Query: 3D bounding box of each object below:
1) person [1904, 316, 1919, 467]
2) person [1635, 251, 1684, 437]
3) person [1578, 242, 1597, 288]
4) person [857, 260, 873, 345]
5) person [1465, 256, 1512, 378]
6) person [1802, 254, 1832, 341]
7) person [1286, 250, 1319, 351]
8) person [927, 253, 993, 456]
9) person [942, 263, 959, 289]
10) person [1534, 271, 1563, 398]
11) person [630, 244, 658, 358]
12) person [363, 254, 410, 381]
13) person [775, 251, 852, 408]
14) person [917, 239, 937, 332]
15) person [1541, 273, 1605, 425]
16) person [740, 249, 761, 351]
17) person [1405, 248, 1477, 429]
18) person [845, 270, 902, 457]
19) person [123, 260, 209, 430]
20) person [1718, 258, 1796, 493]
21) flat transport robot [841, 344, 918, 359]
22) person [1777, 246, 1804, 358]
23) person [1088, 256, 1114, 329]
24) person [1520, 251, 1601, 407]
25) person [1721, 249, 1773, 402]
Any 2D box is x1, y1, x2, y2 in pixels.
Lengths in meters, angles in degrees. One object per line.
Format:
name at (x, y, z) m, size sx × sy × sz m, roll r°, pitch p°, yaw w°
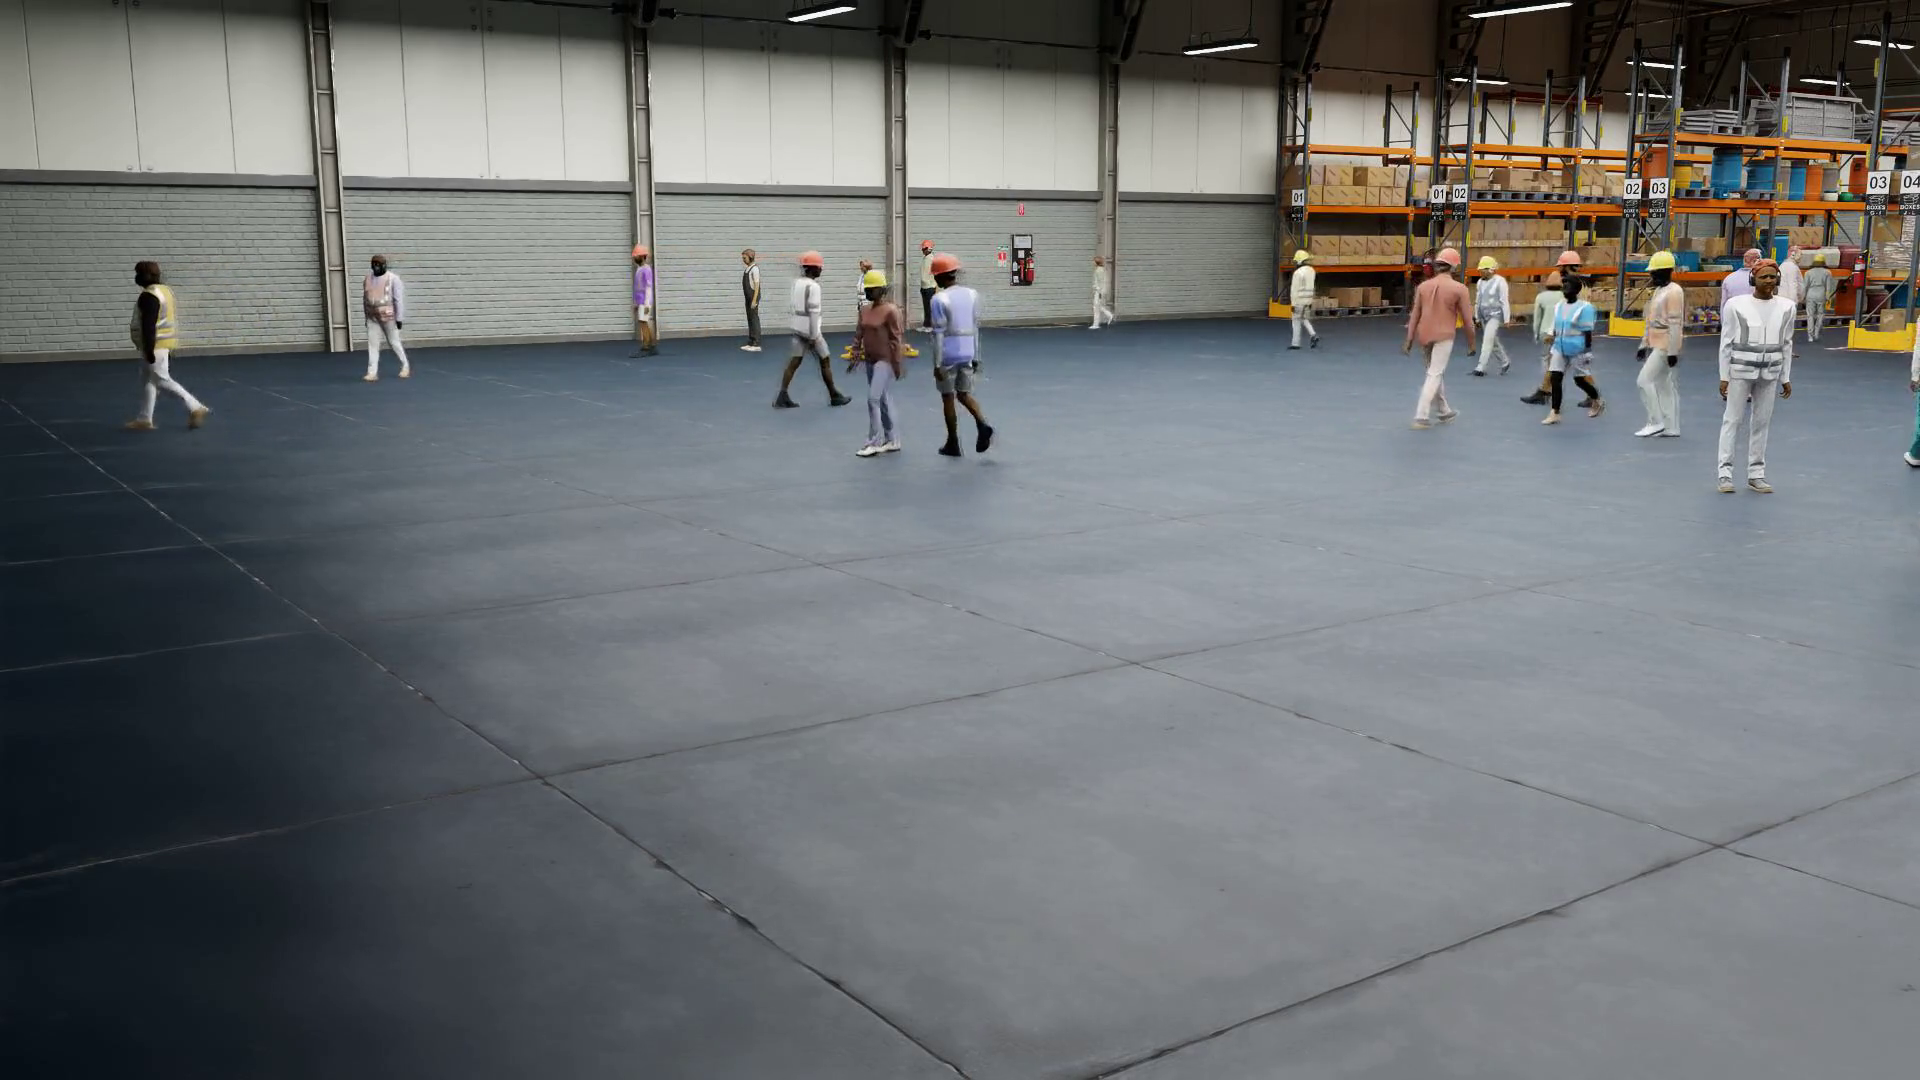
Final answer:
person at (8.572, -1.440, 14.507) m, size 0.544 × 1.730 × 0.849 m, roll 4°, pitch 11°, yaw 20°
person at (7.145, -1.989, 17.039) m, size 0.578 × 1.904 × 0.598 m, roll 2°, pitch 11°, yaw 13°
person at (16.990, -7.104, 45.054) m, size 0.398 × 1.915 × 0.588 m, roll -6°, pitch 12°, yaw -28°
person at (-1.694, -4.264, 30.227) m, size 0.311 × 1.642 × 0.512 m, roll -8°, pitch 13°, yaw -36°
person at (7.883, -3.285, 24.503) m, size 0.910 × 1.783 × 0.637 m, roll -4°, pitch 11°, yaw -21°
person at (16.999, -4.811, 33.023) m, size 0.512 × 1.701 × 0.849 m, roll 5°, pitch 12°, yaw 27°
person at (6.170, -4.306, 29.957) m, size 0.613 × 1.818 × 0.519 m, roll -10°, pitch 14°, yaw -42°
person at (0.001, -1.702, 15.445) m, size 0.583 × 1.913 × 0.630 m, roll -8°, pitch 13°, yaw -38°
person at (-0.138, -3.889, 28.228) m, size 0.361 × 1.626 × 0.517 m, roll -4°, pitch 11°, yaw -23°
person at (7.631, -2.638, 21.351) m, size 0.530 × 1.616 × 0.386 m, roll 7°, pitch 12°, yaw 32°
person at (-5.414, -4.064, 28.365) m, size 0.402 × 1.946 × 0.547 m, roll -4°, pitch 11°, yaw -22°
person at (-8.362, -3.232, 24.115) m, size 0.642 × 1.814 × 0.843 m, roll 2°, pitch 11°, yaw 12°
person at (-1.810, -2.537, 20.100) m, size 0.996 × 1.890 × 0.546 m, roll -8°, pitch 13°, yaw -37°
person at (-0.695, -5.508, 36.082) m, size 0.378 × 1.995 × 0.612 m, roll -6°, pitch 12°, yaw -28°
person at (6.789, -2.089, 18.264) m, size 0.737 × 1.675 × 0.535 m, roll -6°, pitch 12°, yaw -30°
person at (-3.768, -4.318, 29.981) m, size 0.346 × 1.842 × 0.506 m, roll -5°, pitch 11°, yaw -24°
person at (5.210, -2.178, 18.016) m, size 1.041 × 1.933 × 0.655 m, roll -8°, pitch 13°, yaw -39°
person at (-0.837, -1.654, 15.664) m, size 0.750 × 1.741 × 0.541 m, roll -9°, pitch 13°, yaw -39°
person at (-8.517, -2.068, 17.713) m, size 0.864 × 1.815 × 0.636 m, roll -2°, pitch 11°, yaw -12°
person at (6.401, -1.315, 13.398) m, size 0.573 × 1.883 × 0.356 m, roll 1°, pitch 10°, yaw 3°
flat transport robot at (-1.353, -3.202, 28.167) m, size 0.652 × 0.197 × 1.431 m, roll 6°, pitch 12°, yaw 30°
person at (14.241, -4.085, 28.540) m, size 0.406 × 1.902 × 0.638 m, roll 2°, pitch 10°, yaw 9°
person at (3.166, -5.550, 37.326) m, size 0.502 × 1.621 × 0.524 m, roll 0°, pitch 10°, yaw 3°
person at (7.401, -2.560, 20.210) m, size 0.985 × 1.896 × 0.544 m, roll 5°, pitch 12°, yaw 28°
person at (9.872, -2.683, 20.842) m, size 0.403 × 1.904 × 0.651 m, roll -8°, pitch 13°, yaw -36°
